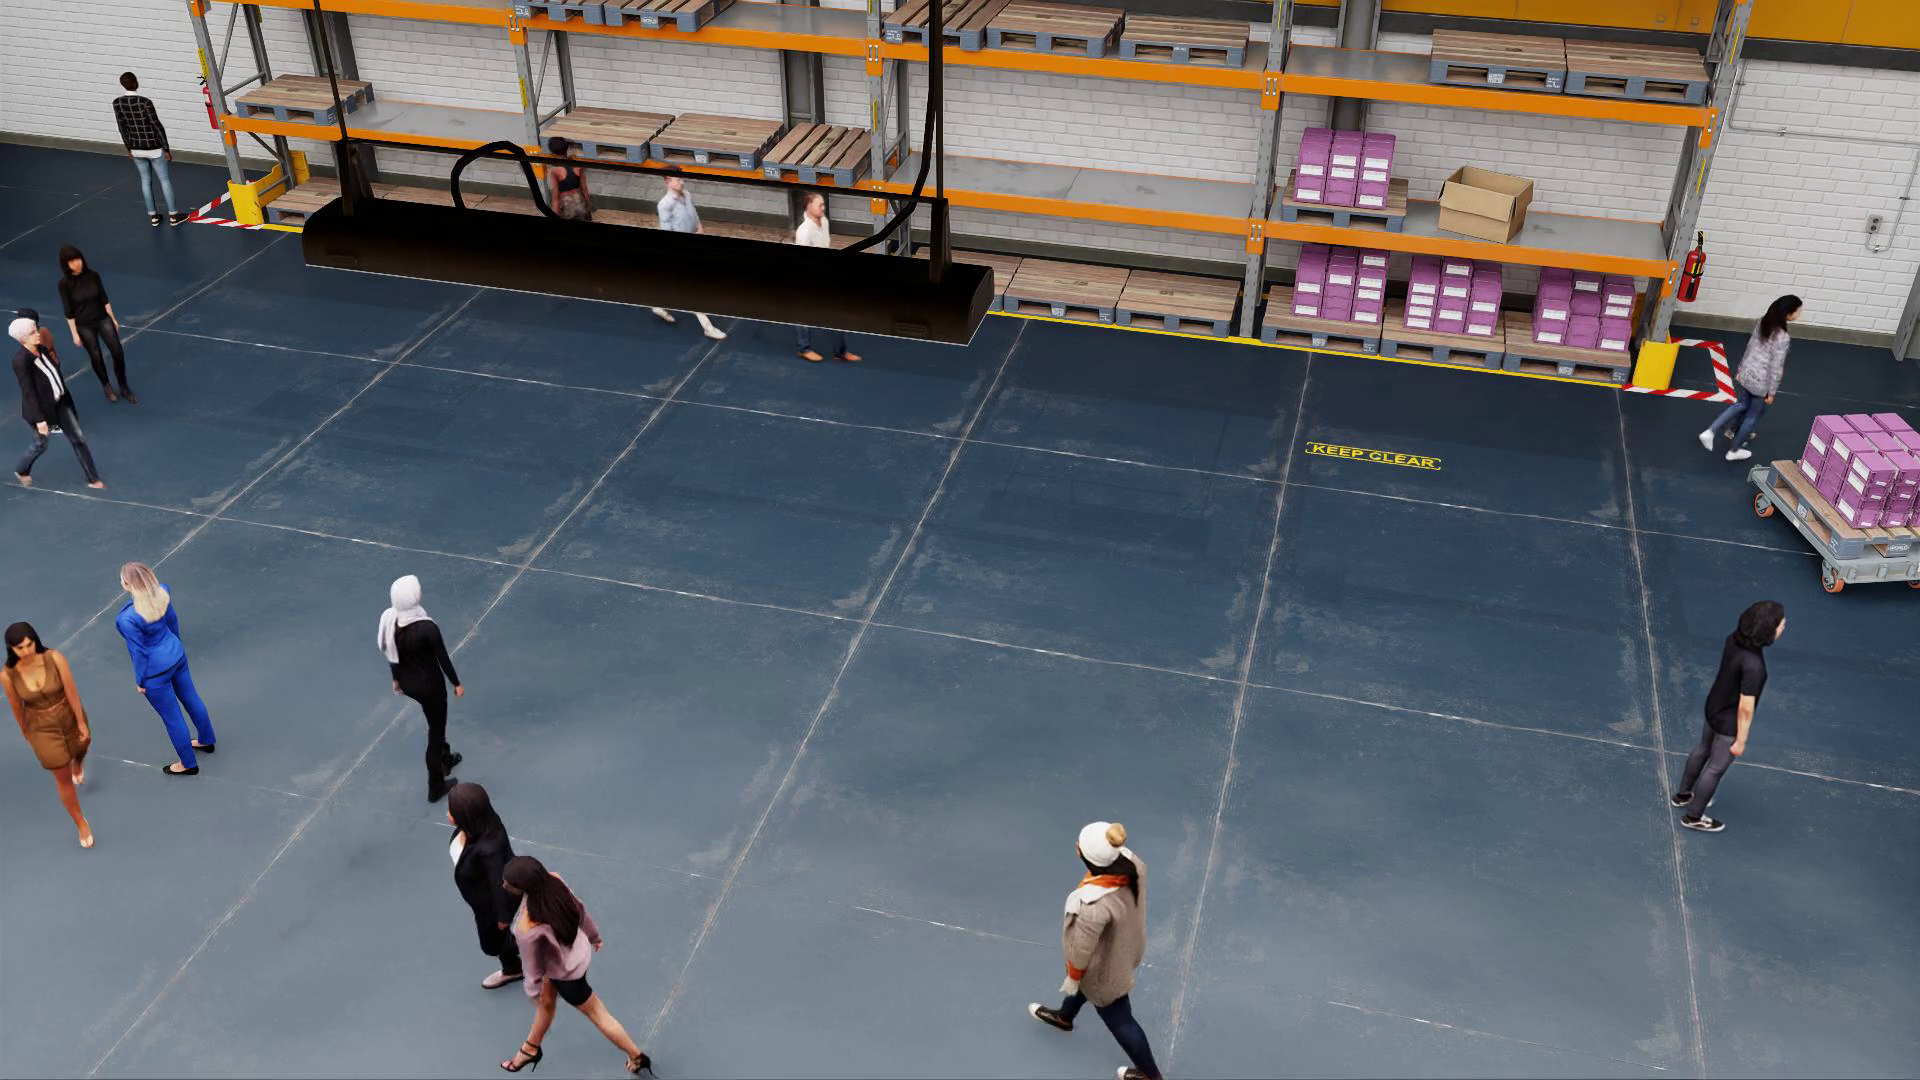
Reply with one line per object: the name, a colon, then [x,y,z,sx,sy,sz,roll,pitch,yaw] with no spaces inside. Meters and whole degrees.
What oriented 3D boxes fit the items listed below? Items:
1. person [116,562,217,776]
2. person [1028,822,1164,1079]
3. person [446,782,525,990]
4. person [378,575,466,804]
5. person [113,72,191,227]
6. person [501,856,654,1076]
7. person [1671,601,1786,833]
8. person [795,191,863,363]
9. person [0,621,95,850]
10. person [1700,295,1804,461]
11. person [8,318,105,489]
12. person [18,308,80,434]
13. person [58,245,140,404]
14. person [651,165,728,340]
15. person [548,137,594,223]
person: [-5.454,0.864,11.404,0.554,1.701,0.622,6,34,9]
person: [0.885,2.299,9.114,1.236,1.847,0.873,17,37,24]
person: [-2.653,2.023,9.749,0.915,1.604,0.857,-19,38,-27]
person: [-3.623,1.047,11.074,0.669,1.762,0.732,14,36,20]
person: [-9.532,-4.579,19.485,0.588,1.821,0.774,0,34,0]
person: [-2.068,2.369,9.104,1.125,1.742,0.777,7,34,10]
person: [5.019,1.132,10.888,0.581,1.827,0.658,3,34,4]
person: [-1.530,-2.627,16.536,1.044,1.834,0.849,18,38,25]
person: [-5.954,1.183,10.970,0.960,1.651,1.080,-21,39,-28]
person: [7.044,-1.409,14.817,0.912,1.709,0.810,-9,35,-13]
person: [-8.112,-1.096,14.571,1.135,1.741,0.783,6,34,9]
person: [-8.508,-1.594,15.507,0.544,1.253,0.568,-1,34,-2]
person: [-8.321,-2.078,15.899,0.805,1.625,0.754,29,43,36]
person: [-2.928,-2.986,17.098,1.240,1.810,0.771,14,36,20]
person: [-4.166,-3.489,18.005,1.063,1.645,1.215,-20,39,-27]
